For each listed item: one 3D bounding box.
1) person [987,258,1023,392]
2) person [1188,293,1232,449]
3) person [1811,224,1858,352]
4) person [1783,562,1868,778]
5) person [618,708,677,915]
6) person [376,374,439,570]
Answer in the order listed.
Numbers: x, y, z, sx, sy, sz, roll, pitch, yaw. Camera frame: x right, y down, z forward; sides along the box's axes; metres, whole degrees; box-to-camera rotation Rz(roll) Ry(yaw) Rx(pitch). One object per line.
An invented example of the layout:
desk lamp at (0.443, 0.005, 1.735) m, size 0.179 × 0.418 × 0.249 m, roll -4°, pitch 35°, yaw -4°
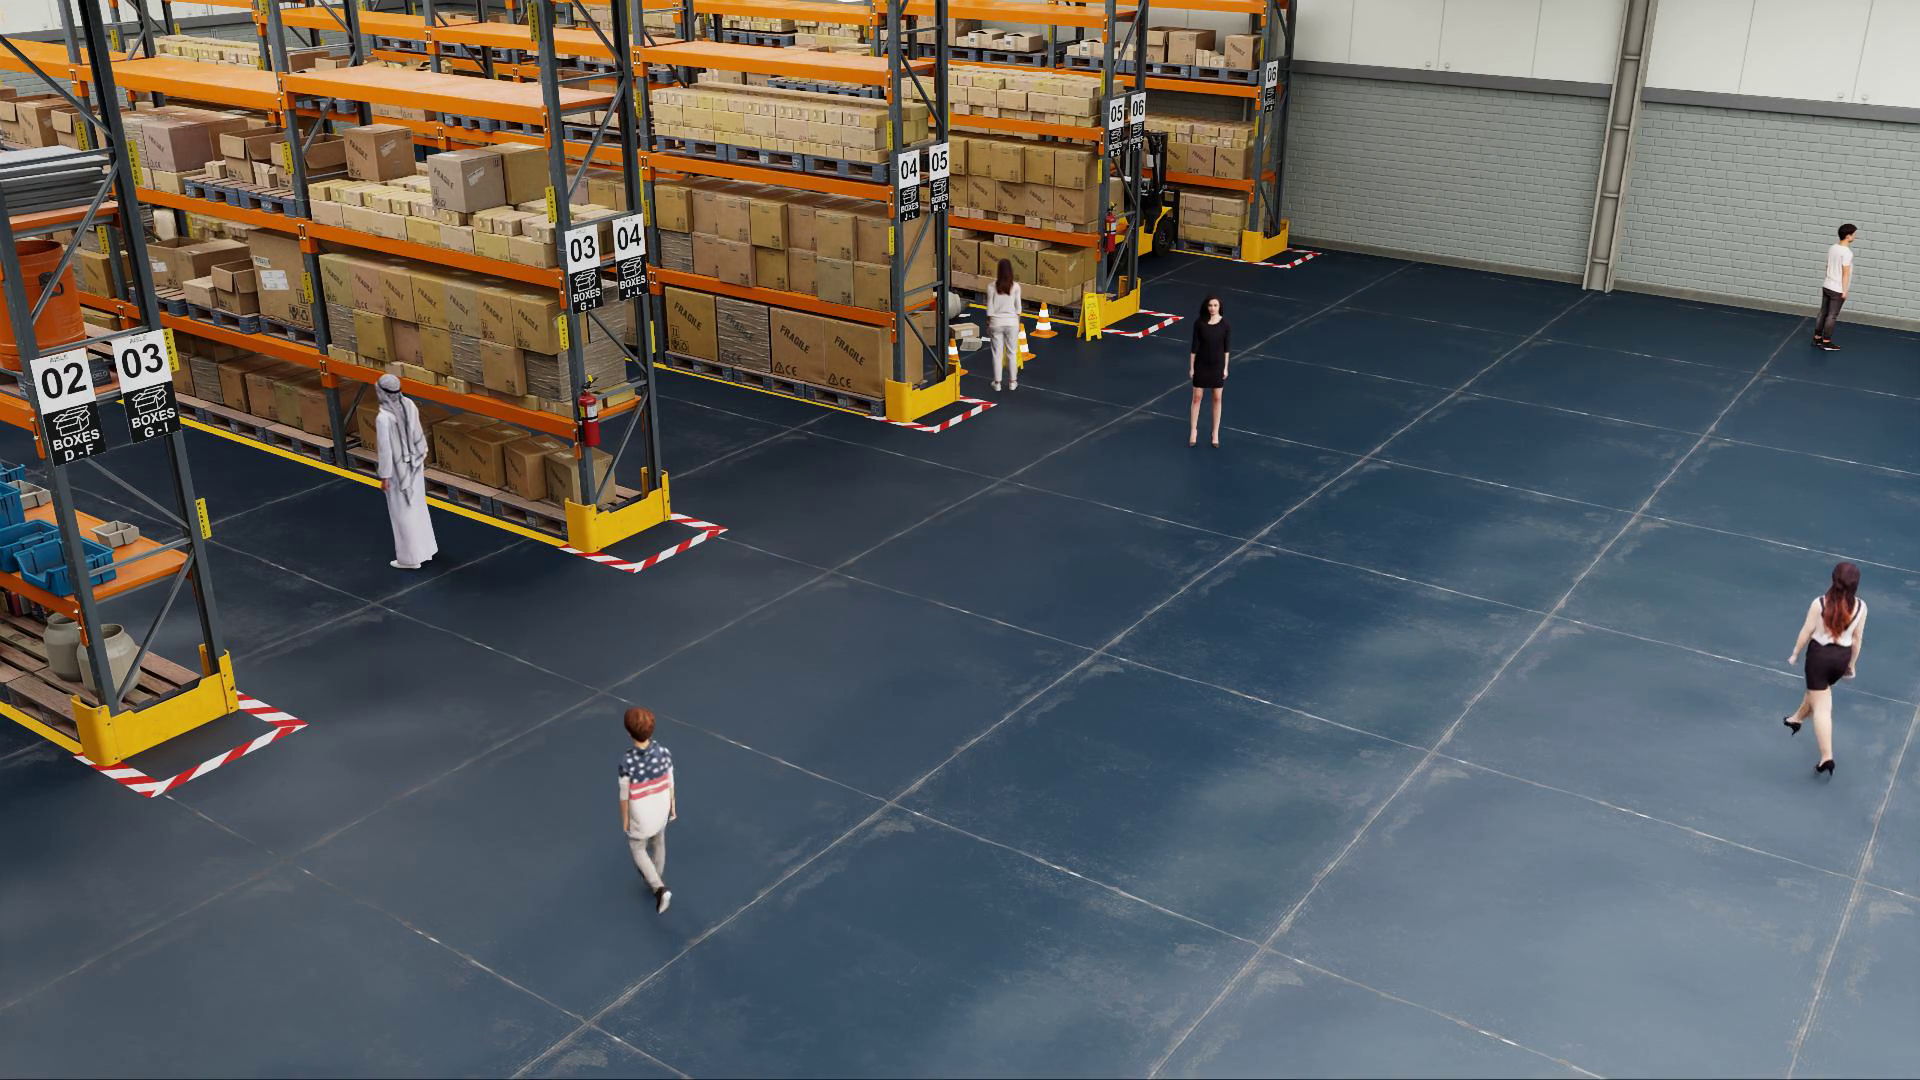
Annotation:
person at (0.561, -2.724, 21.022) m, size 0.667 × 1.689 × 0.746 m, roll -2°, pitch 23°, yaw -4°
person at (2.854, -1.942, 19.037) m, size 0.576 × 1.806 × 0.713 m, roll 3°, pitch 23°, yaw 7°
person at (11.978, -3.481, 22.761) m, size 0.732 × 1.722 × 0.705 m, roll -1°, pitch 23°, yaw -2°
person at (6.487, 0.987, 12.411) m, size 1.099 × 1.599 × 1.015 m, roll 1°, pitch 23°, yaw 3°
person at (-2.001, 1.766, 10.805) m, size 0.713 × 1.424 × 0.902 m, roll -14°, pitch 27°, yaw -29°
person at (-5.321, -0.664, 15.877) m, size 0.718 × 1.926 × 0.754 m, roll 9°, pitch 25°, yaw 20°
